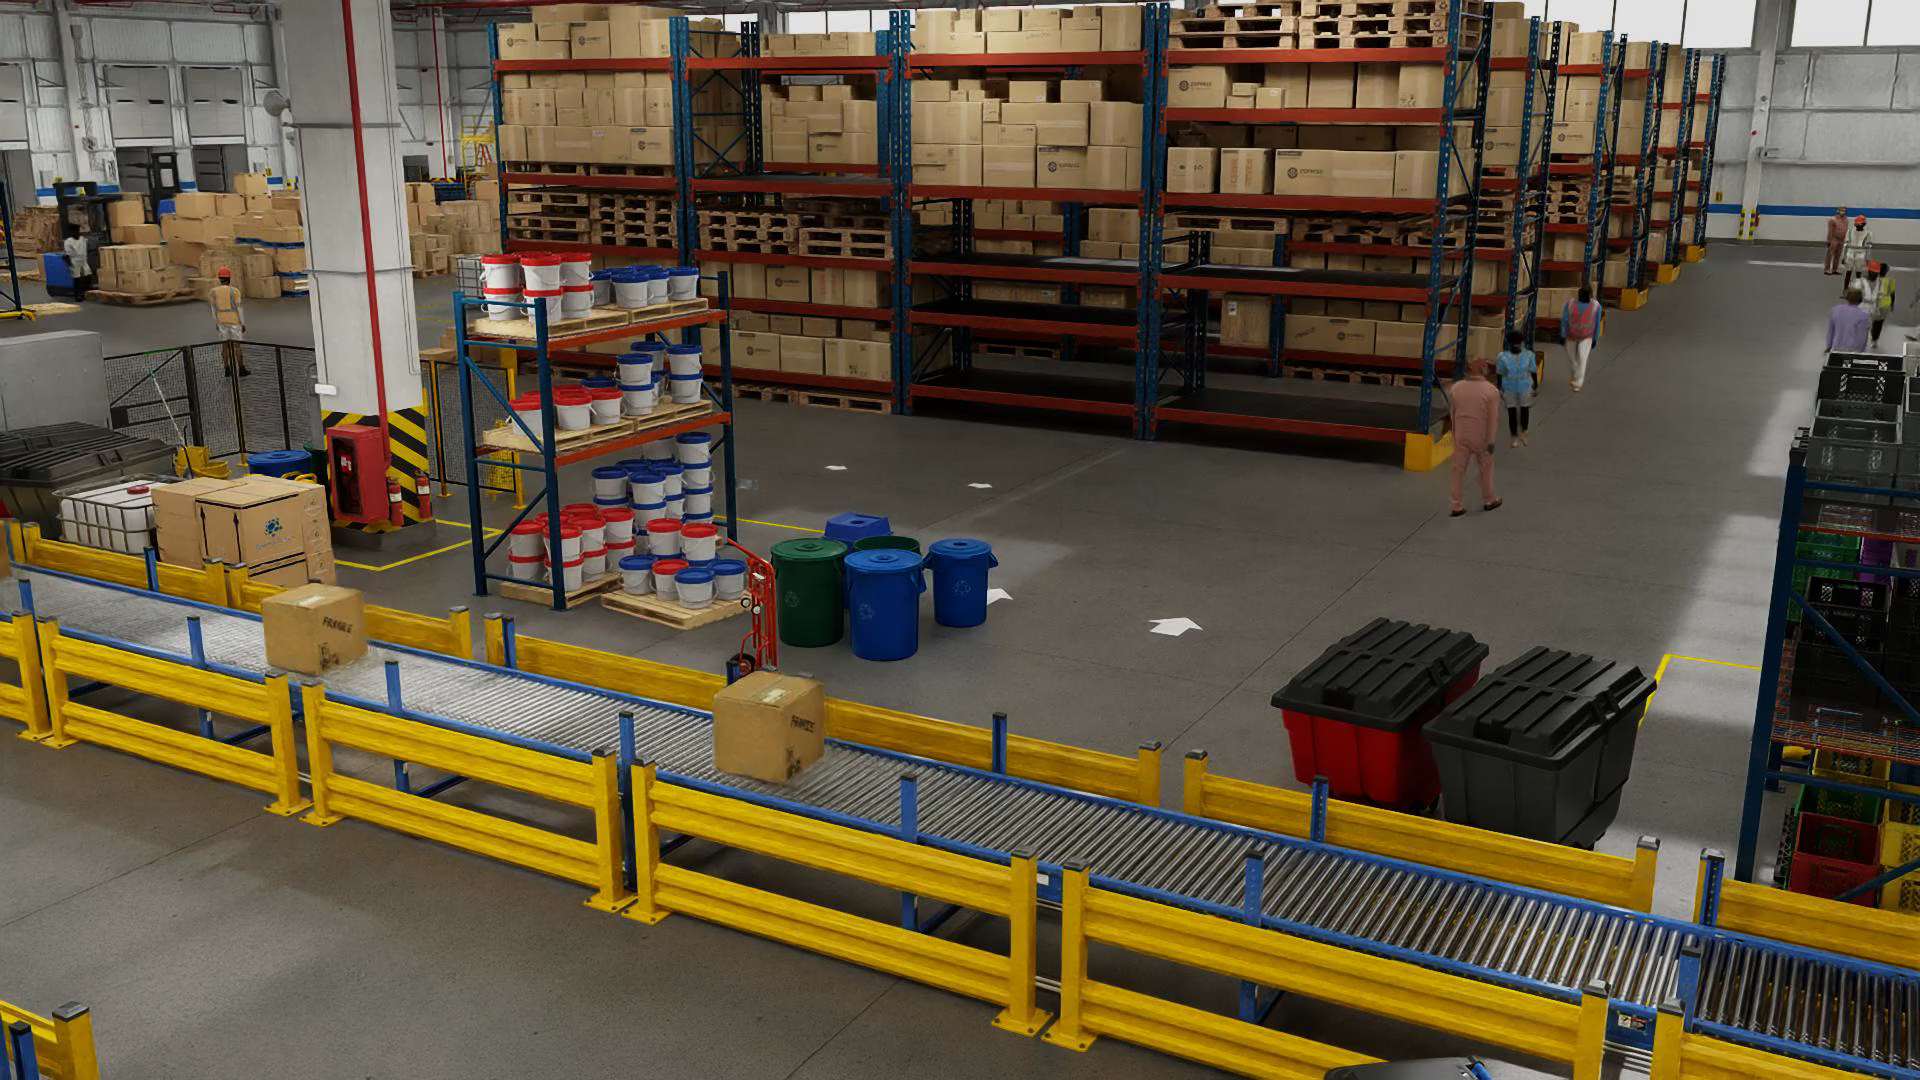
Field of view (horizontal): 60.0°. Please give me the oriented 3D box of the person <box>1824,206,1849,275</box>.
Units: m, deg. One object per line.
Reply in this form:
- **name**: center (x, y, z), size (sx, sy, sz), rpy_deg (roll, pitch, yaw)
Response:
- **person**: center (24.420, -8.323, 46.259), size (0.644, 1.904, 0.399), rpy_deg (-4, 15, -15)

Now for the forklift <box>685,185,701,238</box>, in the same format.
- **forklift**: center (-8.347, -9.536, 48.948), size (1.873, 2.768, 1.129), rpy_deg (-12, 19, -38)

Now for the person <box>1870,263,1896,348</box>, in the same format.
- **person**: center (18.176, -4.641, 32.897), size (0.538, 1.653, 0.868), rpy_deg (4, 16, 16)

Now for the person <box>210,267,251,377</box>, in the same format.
- **person**: center (-12.895, -3.846, 29.364), size (0.543, 1.939, 0.355), rpy_deg (0, 15, -1)

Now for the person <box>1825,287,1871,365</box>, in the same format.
- **person**: center (14.085, -3.048, 26.379), size (0.442, 1.923, 0.638), rpy_deg (-9, 17, -31)

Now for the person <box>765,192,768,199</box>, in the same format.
- **person**: center (-8.013, -14.028, 67.662), size (0.631, 1.931, 0.372), rpy_deg (-5, 16, -19)

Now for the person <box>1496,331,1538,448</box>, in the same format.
- **person**: center (7.816, -2.114, 23.359), size (0.579, 1.671, 0.377), rpy_deg (5, 16, 18)

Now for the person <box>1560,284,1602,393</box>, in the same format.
- **person**: center (10.489, -3.445, 28.127), size (0.616, 1.813, 0.912), rpy_deg (8, 17, 27)

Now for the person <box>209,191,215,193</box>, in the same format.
- **person**: center (-24.321, -10.436, 54.248), size (0.350, 1.881, 0.581), rpy_deg (8, 17, 27)

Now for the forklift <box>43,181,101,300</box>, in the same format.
- **forklift**: center (-21.550, -7.367, 40.795), size (1.873, 2.768, 1.129), rpy_deg (8, 17, 28)

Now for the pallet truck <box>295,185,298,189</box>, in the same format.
- **pallet truck**: center (-26.804, -14.617, 69.738), size (1.885, 1.965, 0.823), rpy_deg (-14, 20, -42)

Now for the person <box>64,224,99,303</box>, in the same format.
- **person**: center (-21.083, -6.613, 39.837), size (0.817, 1.898, 0.643), rpy_deg (9, 17, 31)

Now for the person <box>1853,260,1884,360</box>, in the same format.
- **person**: center (16.826, -4.239, 30.880), size (0.553, 1.917, 0.462), rpy_deg (-1, 15, -5)

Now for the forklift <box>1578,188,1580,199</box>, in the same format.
- **forklift**: center (15.797, -7.897, 42.788), size (1.873, 2.768, 1.129), rpy_deg (8, 17, 28)

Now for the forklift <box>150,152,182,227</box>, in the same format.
- **forklift**: center (-29.895, -13.215, 62.780), size (1.873, 2.768, 1.129), rpy_deg (8, 17, 28)

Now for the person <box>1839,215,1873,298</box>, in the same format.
- **person**: center (21.932, -6.920, 40.719), size (0.616, 2.041, 0.379), rpy_deg (13, 20, 40)

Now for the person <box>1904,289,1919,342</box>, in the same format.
- **person**: center (19.271, -4.683, 33.174), size (0.509, 1.586, 0.842), rpy_deg (-8, 17, -26)

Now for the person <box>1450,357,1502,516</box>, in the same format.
- **person**: center (6.130, -1.237, 19.658), size (0.916, 1.868, 0.665), rpy_deg (-14, 21, -43)
